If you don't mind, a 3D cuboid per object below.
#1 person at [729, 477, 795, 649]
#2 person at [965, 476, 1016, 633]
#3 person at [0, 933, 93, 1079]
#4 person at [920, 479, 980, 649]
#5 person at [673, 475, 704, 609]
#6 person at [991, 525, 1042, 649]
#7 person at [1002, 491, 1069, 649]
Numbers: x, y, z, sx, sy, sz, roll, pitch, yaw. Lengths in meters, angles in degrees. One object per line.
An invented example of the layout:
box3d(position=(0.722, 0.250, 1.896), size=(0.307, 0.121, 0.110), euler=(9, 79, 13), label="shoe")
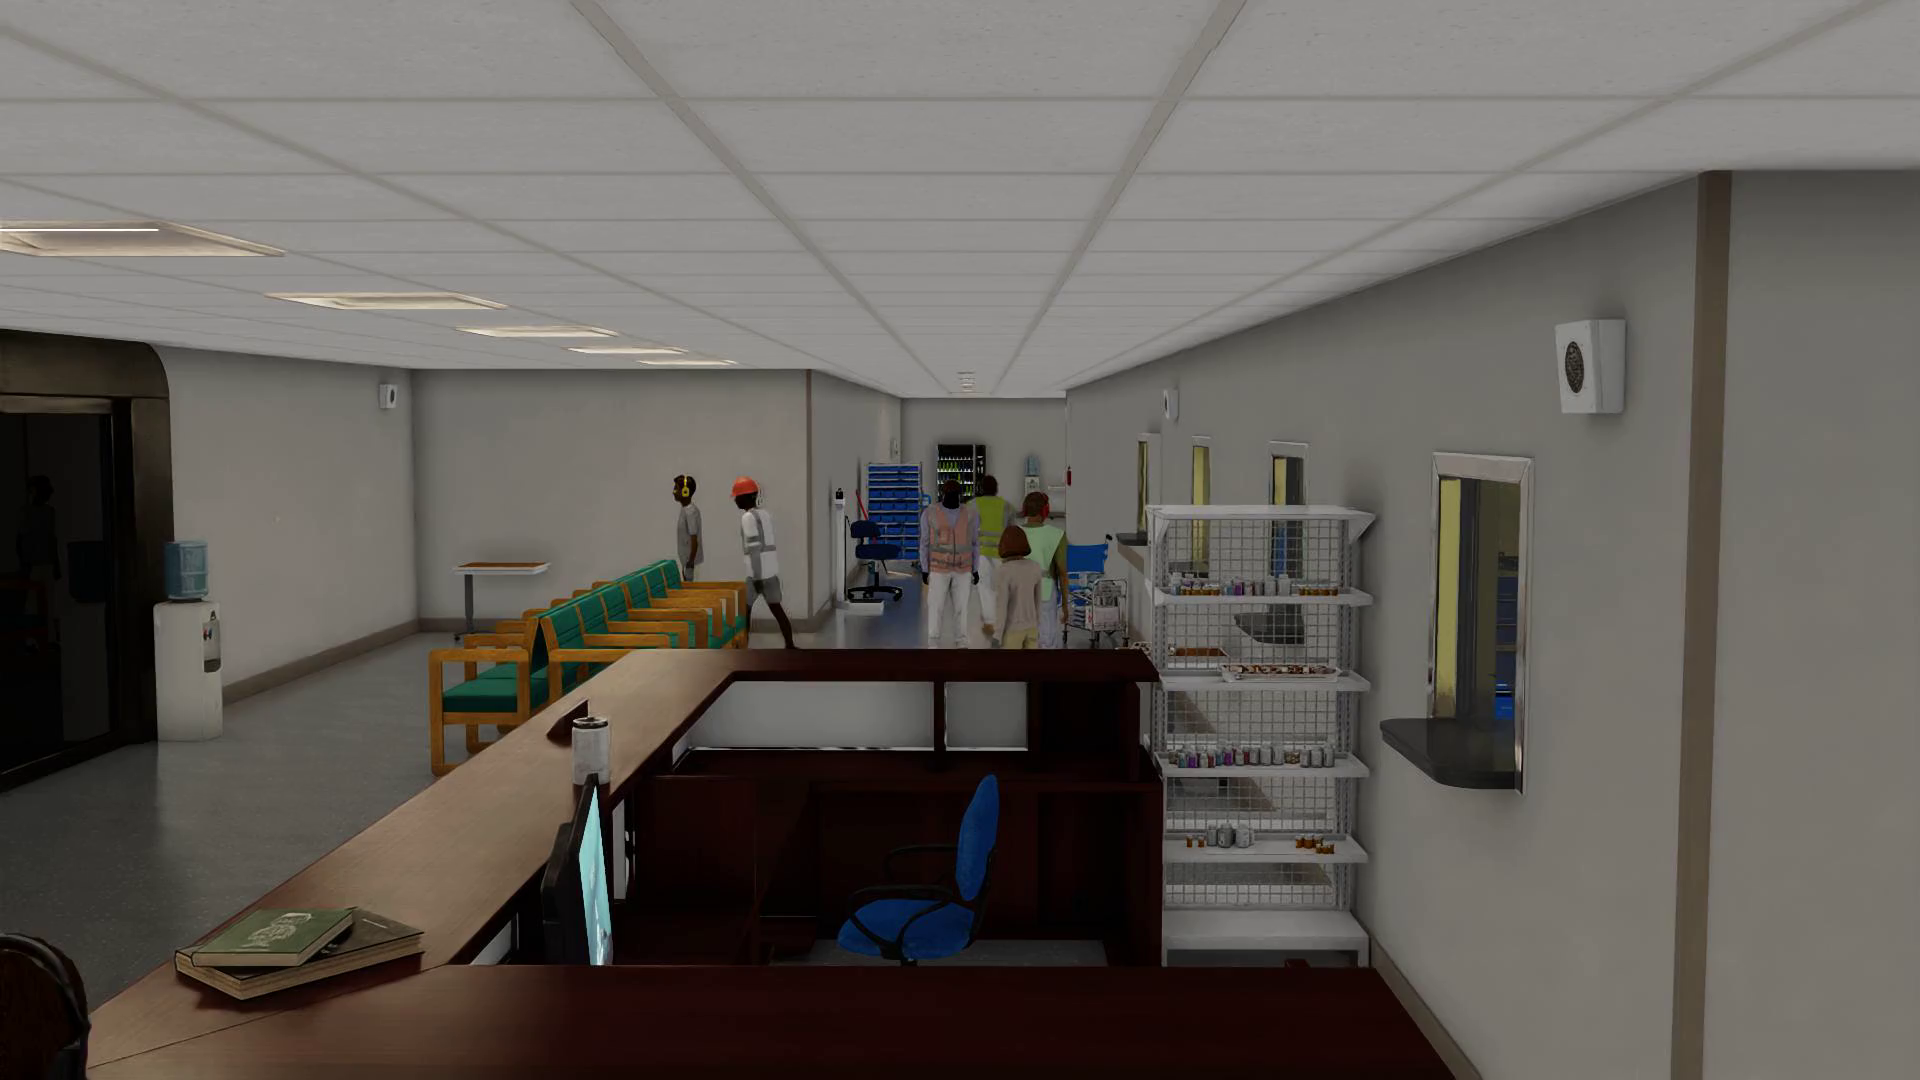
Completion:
box3d(position=(-1.996, 0.318, 16.494), size=(0.836, 1.876, 0.566), euler=(1, 4, 17), label="person")
box3d(position=(0.297, 0.156, 19.210), size=(0.644, 1.790, 0.969), euler=(-1, 4, -12), label="person")
box3d(position=(-1.117, 1.375, 1.928), size=(0.650, 1.830, 0.433), euler=(-1, 4, -18), label="person")
box3d(position=(-0.096, 0.302, 16.875), size=(0.621, 1.838, 0.429), euler=(-1, 4, -12), label="person")
box3d(position=(-2.813, 0.263, 17.170), size=(0.334, 1.873, 0.517), euler=(-1, 4, -12), label="person")
box3d(position=(0.428, 0.704, 12.634), size=(0.287, 1.631, 0.501), euler=(4, 6, 45), label="person")
box3d(position=(0.617, 0.518, 13.792), size=(0.570, 1.840, 0.375), euler=(1, 4, 16), label="person")
